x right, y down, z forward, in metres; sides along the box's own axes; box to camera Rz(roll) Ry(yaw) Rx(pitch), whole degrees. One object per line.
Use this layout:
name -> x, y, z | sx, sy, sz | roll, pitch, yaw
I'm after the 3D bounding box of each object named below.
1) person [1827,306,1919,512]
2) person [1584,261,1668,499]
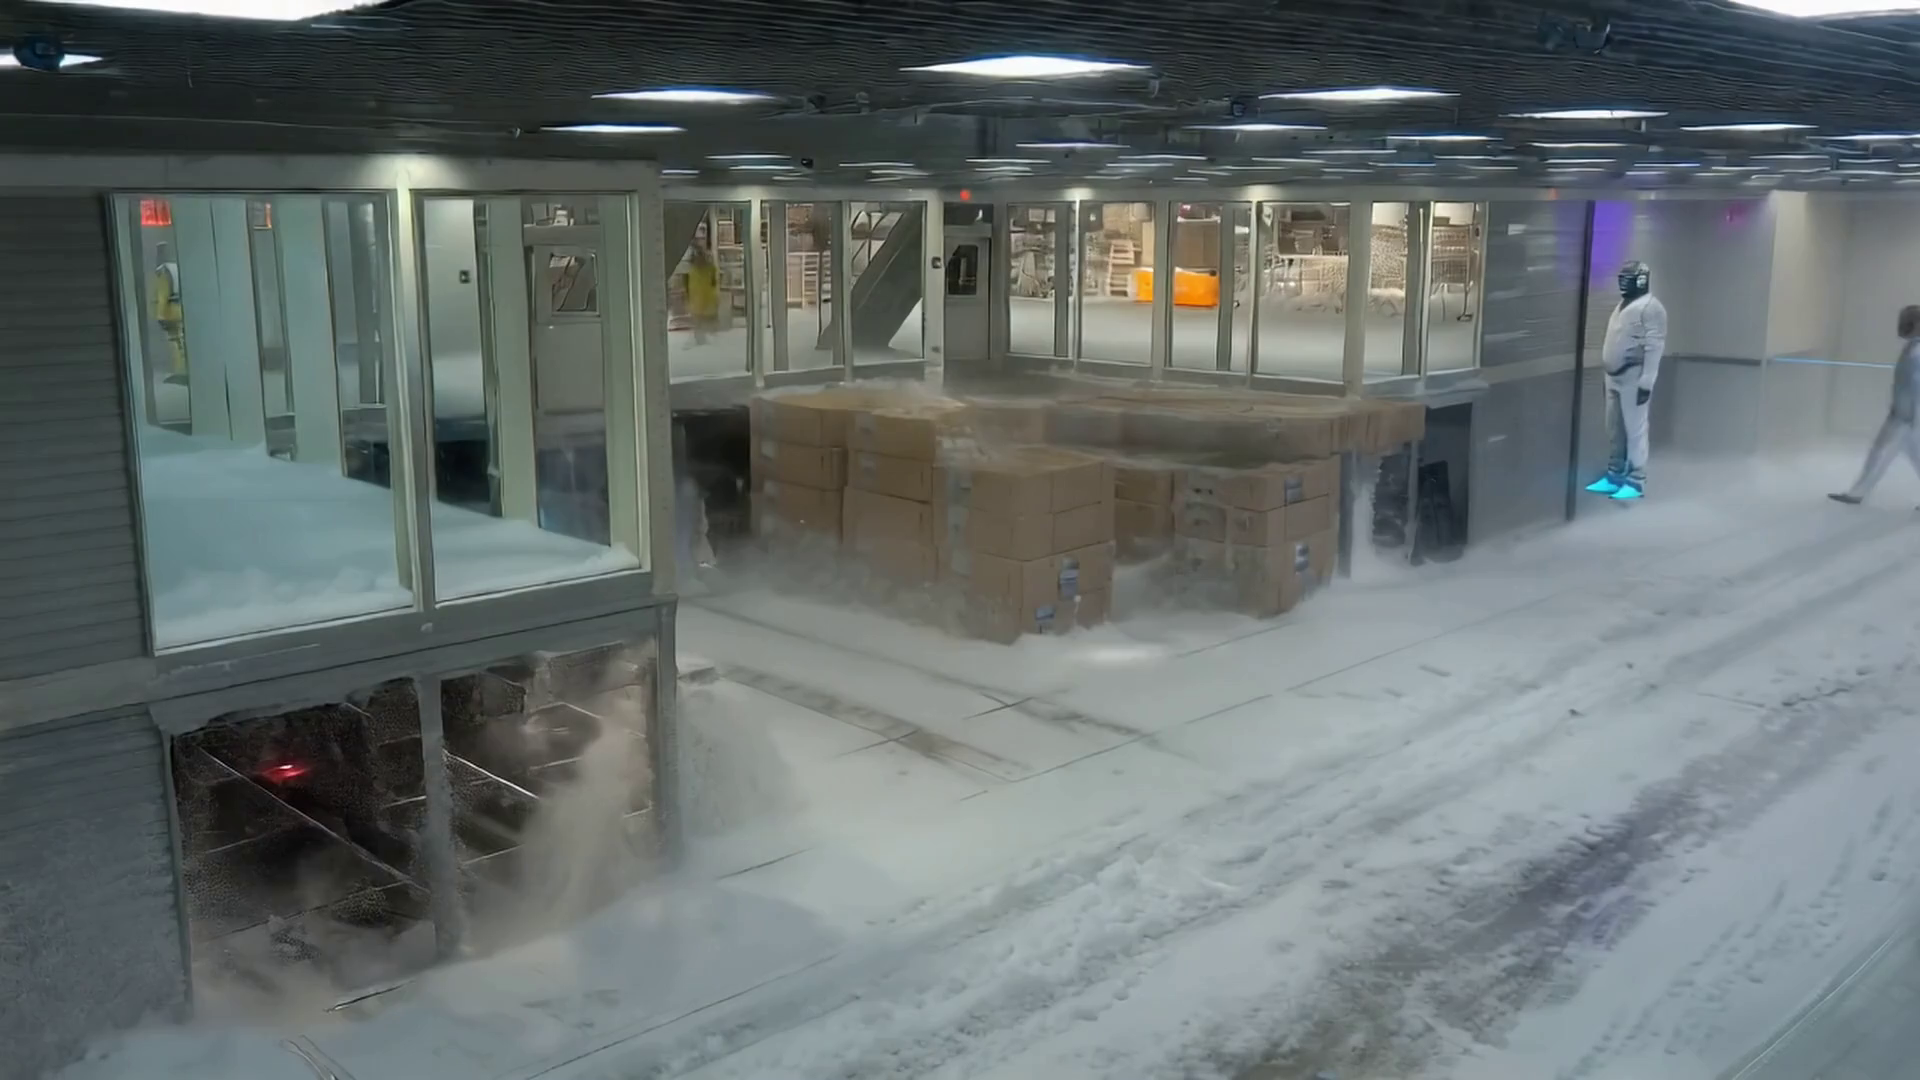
person -> 7.246, -0.997, 12.759 | 0.498, 1.590, 0.860 | -10, 15, -42
person -> 5.383, -1.291, 13.432 | 0.409, 1.909, 0.640 | -2, 11, -9
